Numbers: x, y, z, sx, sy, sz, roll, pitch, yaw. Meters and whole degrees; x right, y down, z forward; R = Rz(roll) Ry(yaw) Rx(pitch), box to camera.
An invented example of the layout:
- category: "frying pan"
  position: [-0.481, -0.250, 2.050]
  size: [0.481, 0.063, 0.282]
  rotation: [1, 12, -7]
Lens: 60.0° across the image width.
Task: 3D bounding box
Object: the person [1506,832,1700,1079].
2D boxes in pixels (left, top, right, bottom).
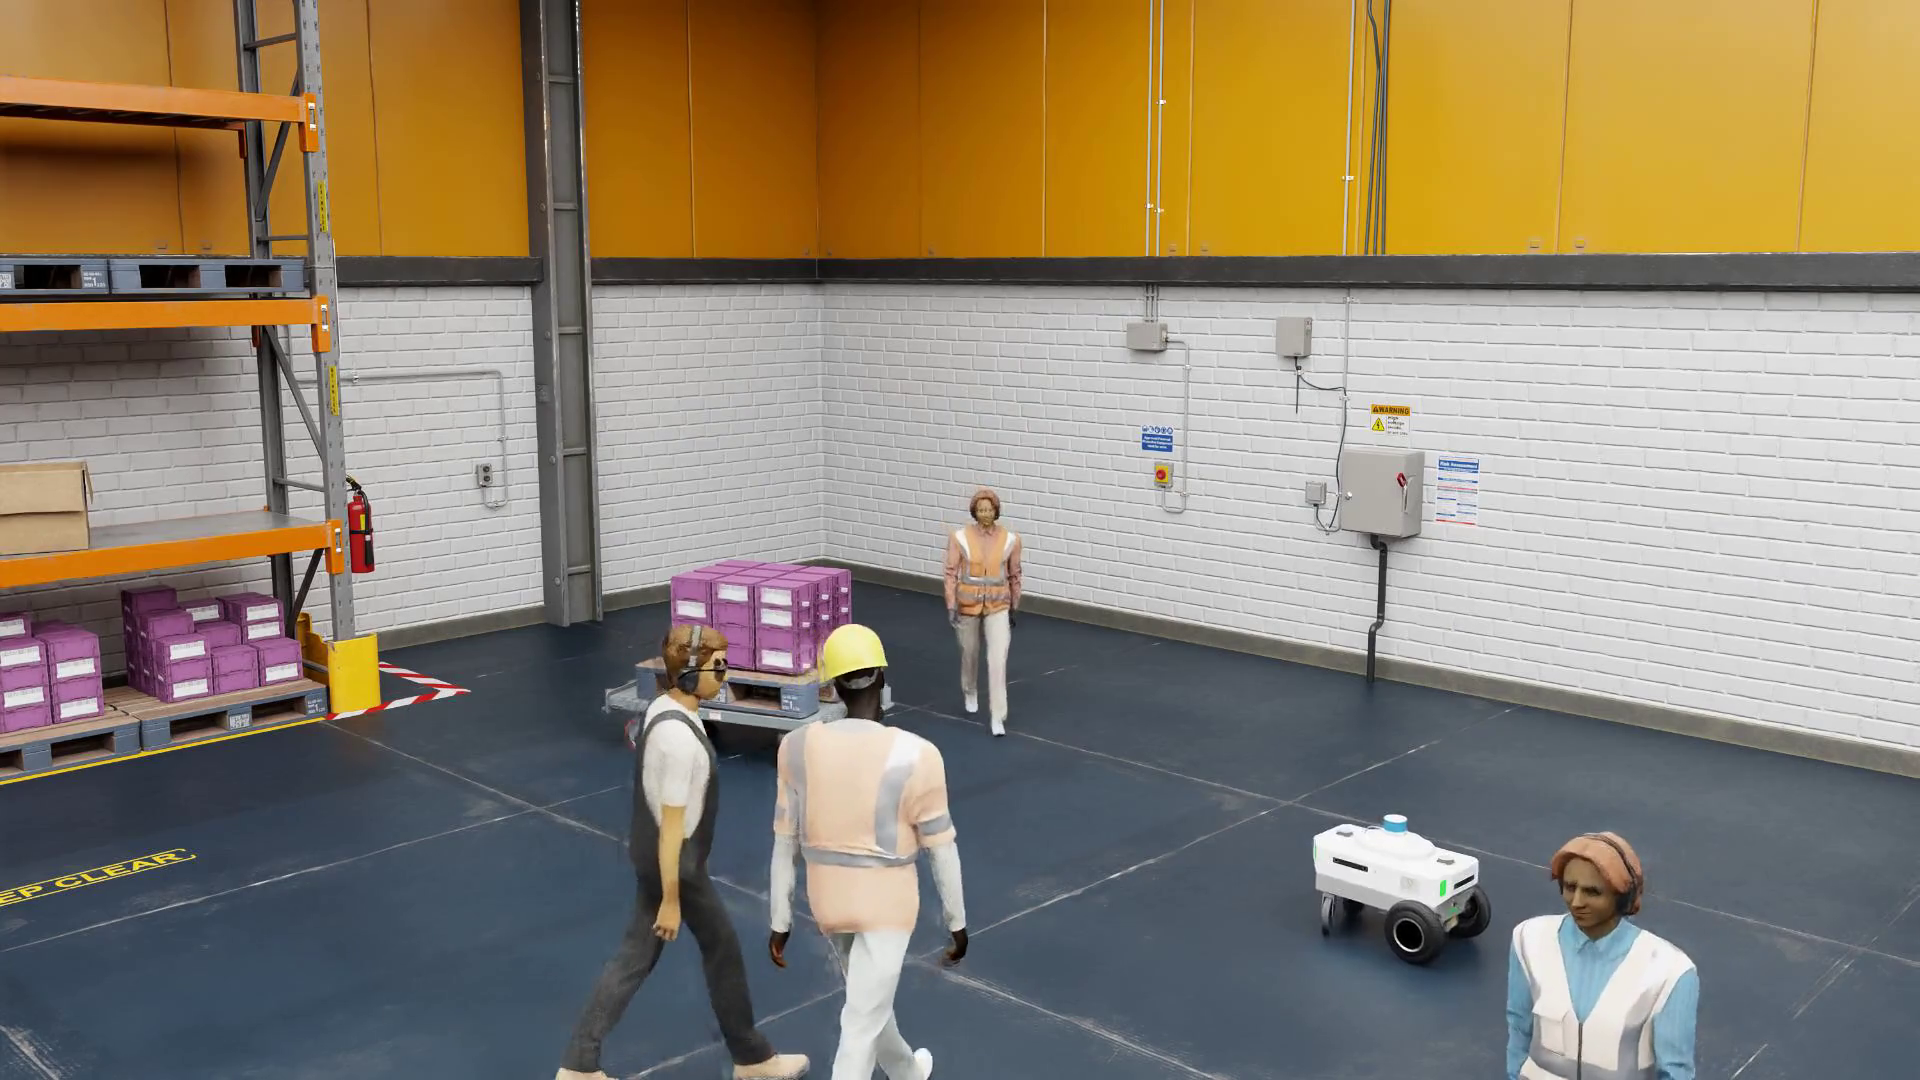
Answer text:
- category: "person"
  position: [1.701, 1.527, 4.394]
  size: [0.516, 1.609, 0.784]
  rotation: [8, 12, 40]

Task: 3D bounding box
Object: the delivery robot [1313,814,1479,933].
- category: "delivery robot"
  position: [1.966, 1.490, 7.545]
  size: [0.477, 0.478, 0.707]
  rotation: [-9, 13, -44]

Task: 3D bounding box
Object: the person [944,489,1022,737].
- category: "person"
  position: [0.149, 0.440, 11.082]
  size: [0.521, 1.597, 0.852]
  rotation: [0, 9, -2]

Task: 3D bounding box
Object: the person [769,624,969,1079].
- category: "person"
  position: [-0.305, 1.212, 5.570]
  size: [0.612, 1.848, 1.043]
  rotation: [5, 10, 27]

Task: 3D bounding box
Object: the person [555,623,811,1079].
- category: "person"
  position: [-1.053, 1.172, 6.009]
  size: [0.943, 1.796, 0.572]
  rotation: [-3, 10, -20]
